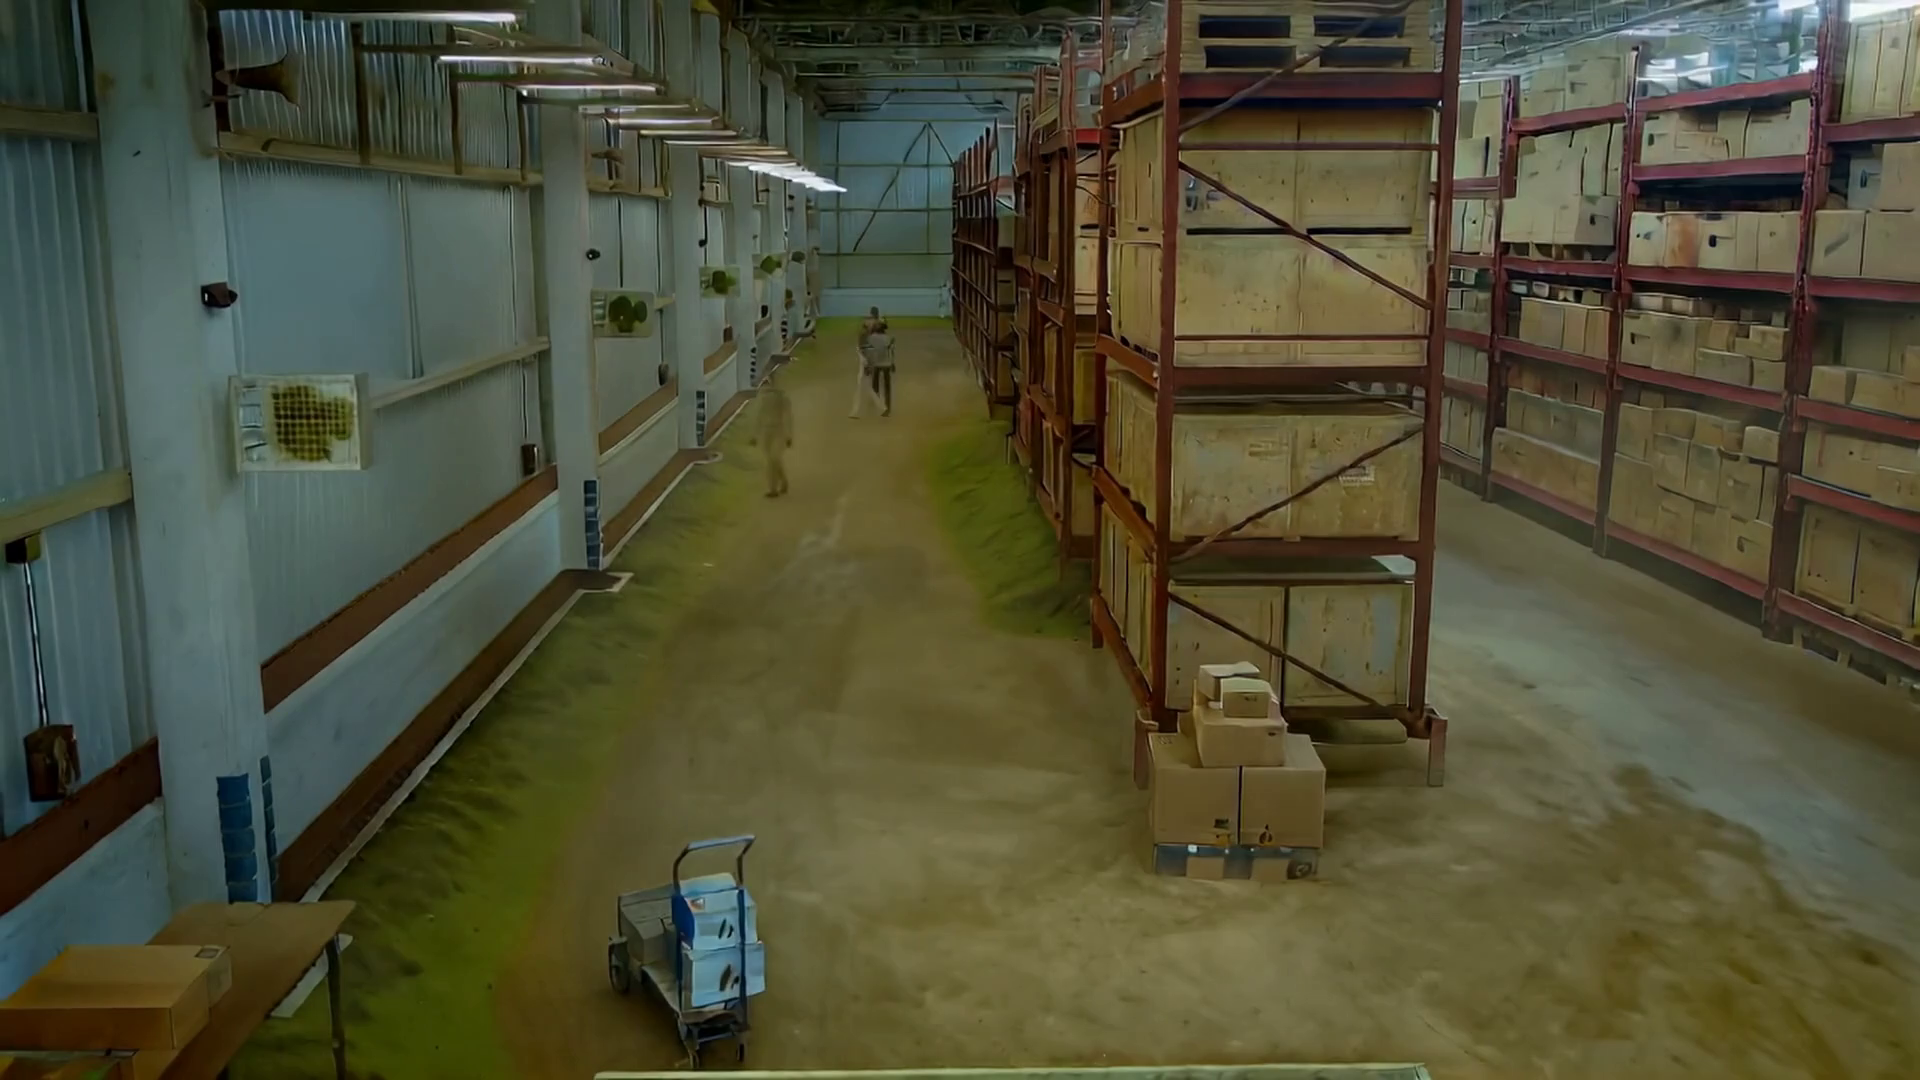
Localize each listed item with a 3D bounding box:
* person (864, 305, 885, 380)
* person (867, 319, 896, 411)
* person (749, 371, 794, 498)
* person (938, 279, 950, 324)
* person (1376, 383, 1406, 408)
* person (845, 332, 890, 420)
[{"bbox_3d":[-2.197,-5.081,42.827,0.593,1.910,0.390,-6,12,-29],"label":"person"},{"bbox_3d":[-1.683,-3.753,35.712,0.613,1.988,0.403,-3,11,-15],"label":"person"},{"bbox_3d":[-2.794,-1.552,24.510,0.632,1.887,0.471,5,12,25],"label":"person"},{"bbox_3d":[-0.641,-9.450,65.951,0.564,1.752,0.339,-9,14,-38],"label":"person"},{"bbox_3d":[6.688,-1.746,26.030,0.539,1.686,0.441,0,11,0],"label":"person"},{"bbox_3d":[-1.906,-3.358,34.110,0.883,1.818,0.569,4,12,21],"label":"person"}]
